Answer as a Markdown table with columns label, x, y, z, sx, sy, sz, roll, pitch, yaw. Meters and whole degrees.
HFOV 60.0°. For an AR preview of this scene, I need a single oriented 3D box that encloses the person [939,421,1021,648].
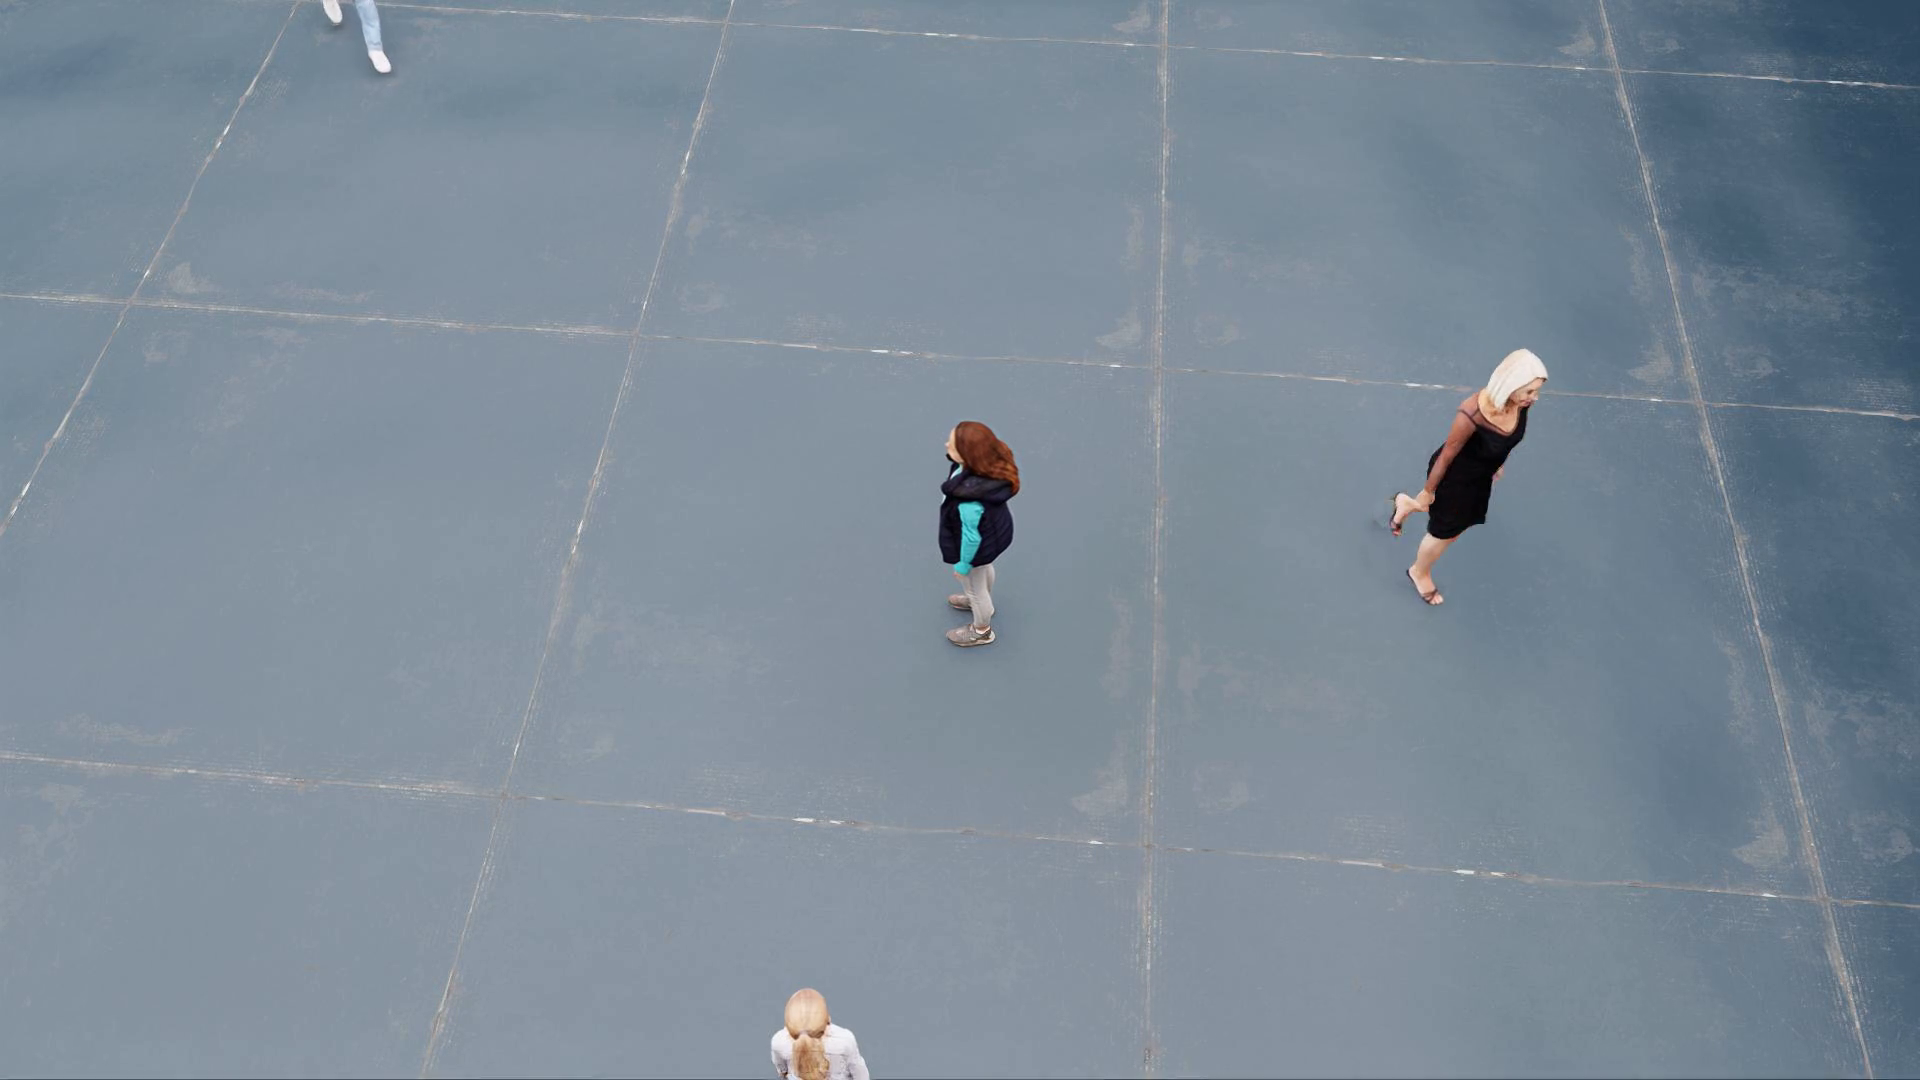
| label | x | y | z | sx | sy | sz | roll | pitch | yaw |
| --- | --- | --- | --- | --- | --- | --- | --- | --- | --- |
| person | 0.067 | -0.030 | 7.709 | 0.562 | 1.500 | 0.563 | 5 | 52 | 4 |

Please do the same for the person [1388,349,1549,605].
| label | x | y | z | sx | sy | sz | roll | pitch | yaw |
| --- | --- | --- | --- | --- | --- | --- | --- | --- | --- |
| person | 2.324 | -0.362 | 7.827 | 0.899 | 1.719 | 0.934 | -23 | 56 | -17 |

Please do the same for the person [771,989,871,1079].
| label | x | y | z | sx | sy | sz | roll | pitch | yaw |
| --- | --- | --- | --- | --- | --- | --- | --- | --- | --- |
| person | -0.515 | 2.082 | 6.219 | 0.459 | 1.269 | 0.585 | 0 | 52 | 0 |
